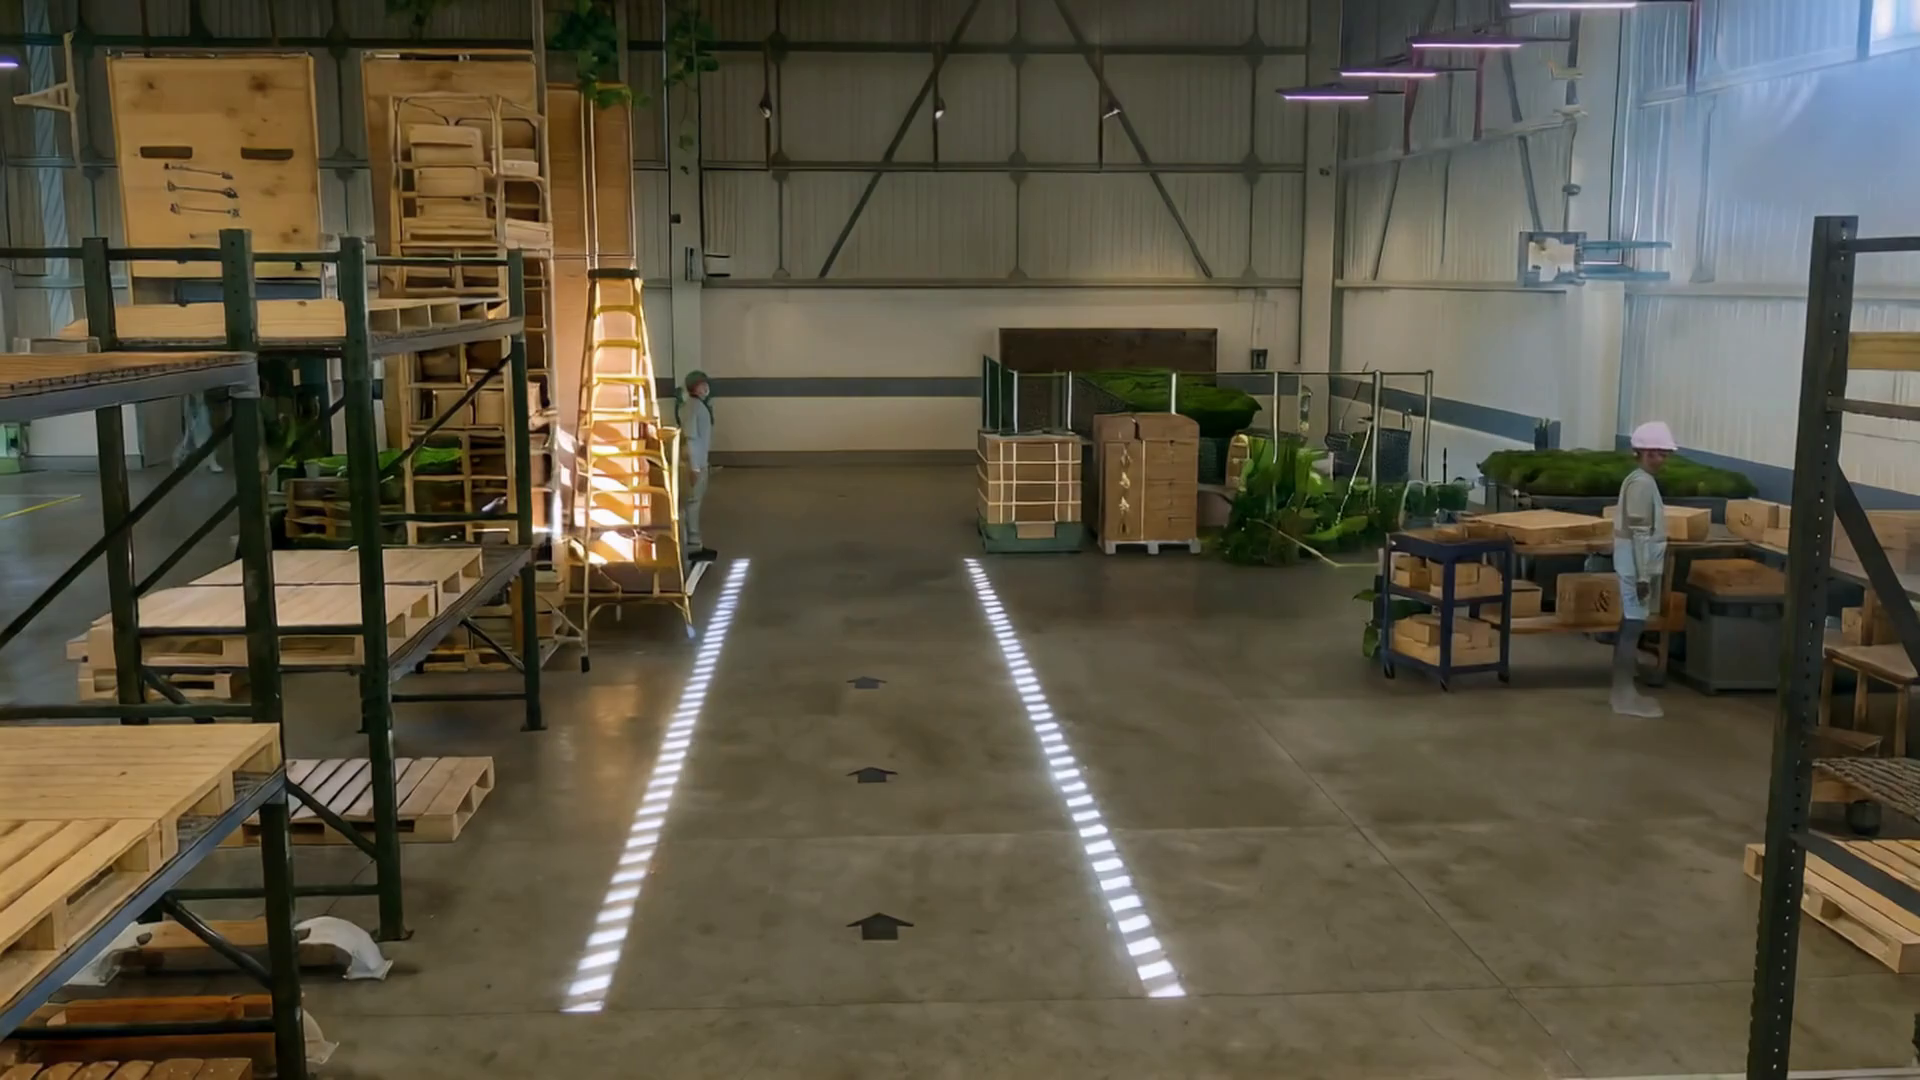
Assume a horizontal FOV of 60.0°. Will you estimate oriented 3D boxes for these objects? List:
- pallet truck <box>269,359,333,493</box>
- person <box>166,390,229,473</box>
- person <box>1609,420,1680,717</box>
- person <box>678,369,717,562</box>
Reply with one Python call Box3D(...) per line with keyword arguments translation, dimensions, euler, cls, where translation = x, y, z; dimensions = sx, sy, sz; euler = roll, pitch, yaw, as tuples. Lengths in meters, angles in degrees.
Box3D(translation=(-7.062, -1.131, 18.996), dimensions=(1.885, 1.965, 0.823), euler=(2, 9, 13), cls="pallet truck")
Box3D(translation=(-11.086, -1.744, 24.045), dimensions=(0.754, 1.613, 0.529), euler=(-2, 9, -12), cls="person")
Box3D(translation=(4.491, 0.181, 10.946), dimensions=(0.357, 1.938, 0.542), euler=(3, 10, 18), cls="person")
Box3D(translation=(-2.656, -0.755, 16.816), dimensions=(0.364, 1.939, 0.636), euler=(-1, 9, -4), cls="person")
